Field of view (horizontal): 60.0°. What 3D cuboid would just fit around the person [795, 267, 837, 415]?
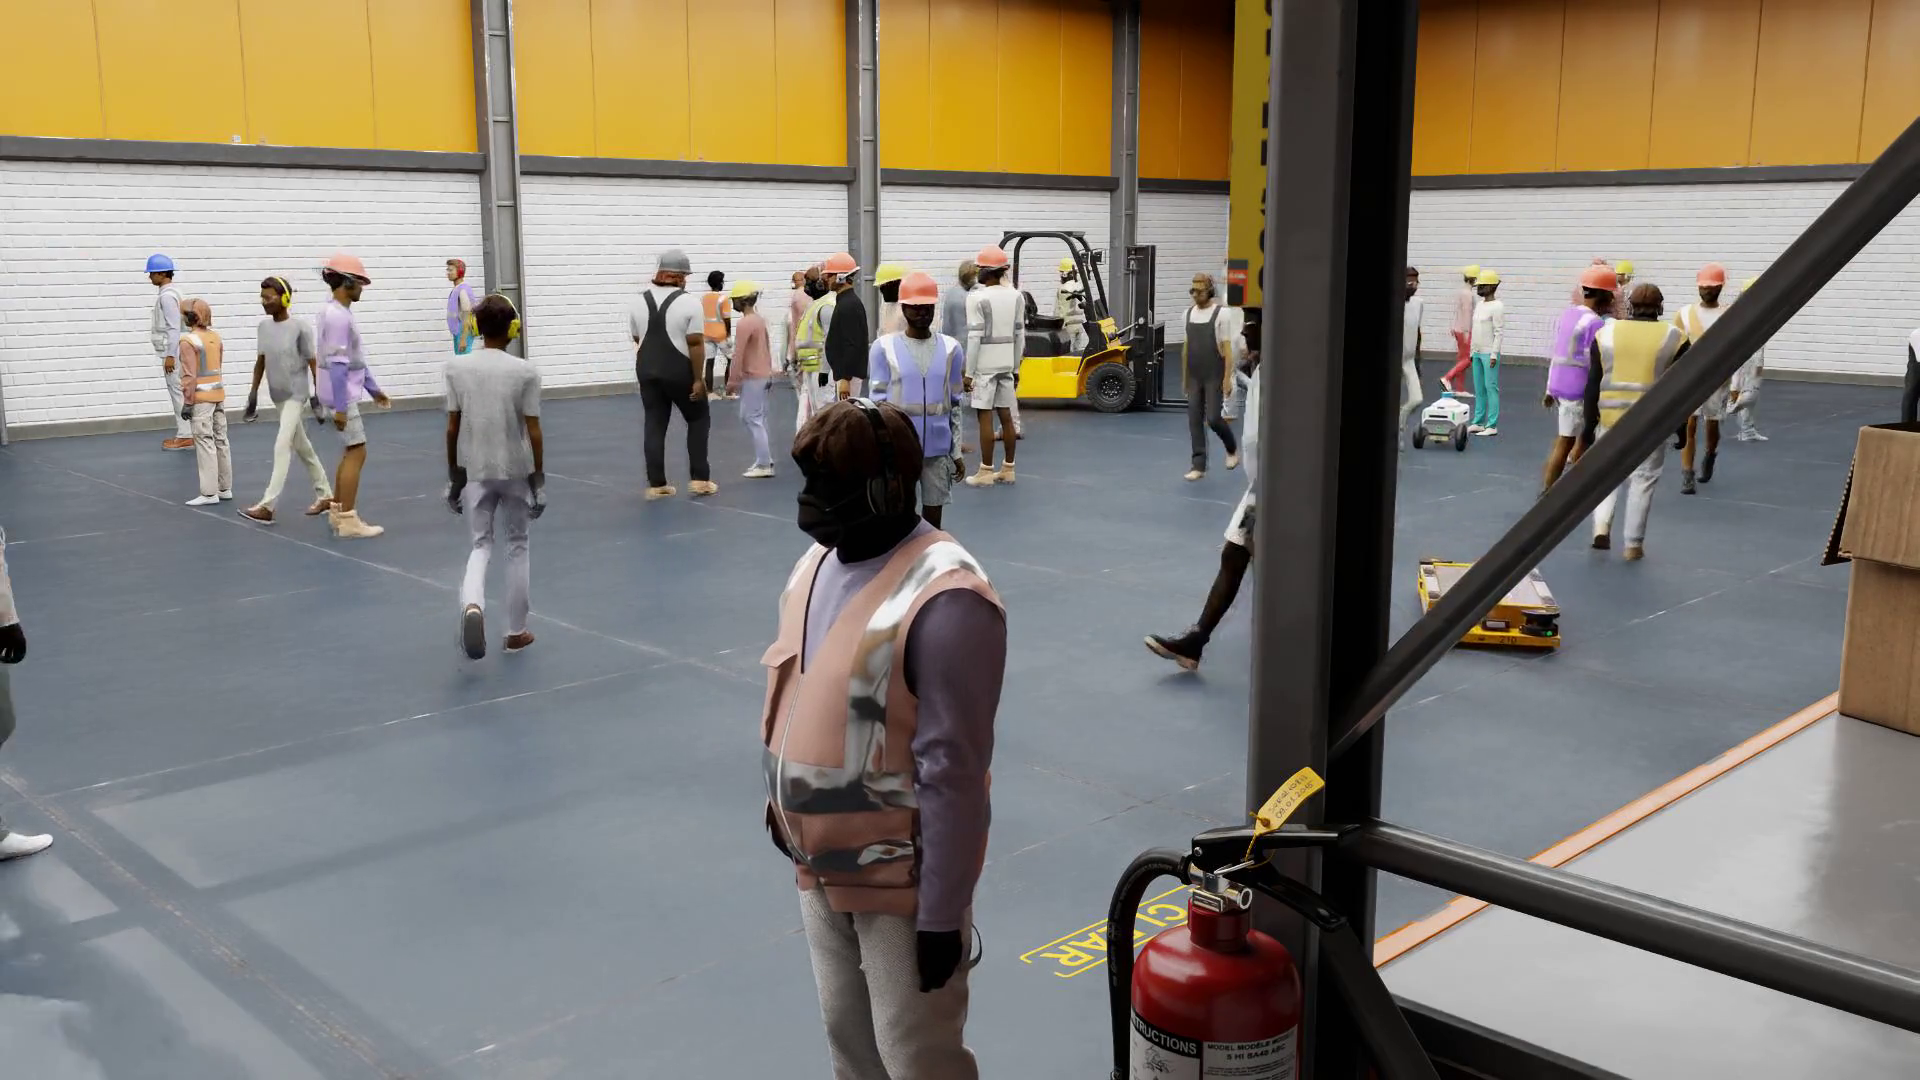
[{"bbox_3d":[-1.312,-1.599,15.407,0.429,1.844,0.627,-3,11,-18],"label":"person"}]

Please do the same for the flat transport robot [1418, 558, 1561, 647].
[{"bbox_3d":[2.897,0.327,9.193,0.652,0.197,1.431,2,11,13],"label":"flat transport robot"}]

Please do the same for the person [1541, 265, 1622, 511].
[{"bbox_3d":[4.735,-1.118,12.620,0.666,1.904,0.583,0,10,0],"label":"person"}]

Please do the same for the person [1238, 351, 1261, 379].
[{"bbox_3d":[4.379,-3.304,24.494,0.700,1.921,0.552,-6,12,-31],"label":"person"}]

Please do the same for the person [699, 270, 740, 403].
[{"bbox_3d":[-3.053,-2.598,21.267,0.553,1.677,0.565,7,12,32],"label":"person"}]

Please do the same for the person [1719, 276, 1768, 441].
[{"bbox_3d":[8.099,-1.865,17.188,0.612,1.723,0.486,0,10,-2],"label":"person"}]

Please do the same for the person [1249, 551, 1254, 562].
[{"bbox_3d":[2.323,-0.836,10.939,0.922,1.963,0.615,-7,13,-34],"label":"person"}]

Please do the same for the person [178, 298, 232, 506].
[{"bbox_3d":[-5.996,-1.094,13.196,0.307,1.643,0.514,1,10,4],"label":"person"}]

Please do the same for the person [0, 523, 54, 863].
[{"bbox_3d":[-3.349,0.205,5.377,0.598,1.910,0.639,6,12,31],"label":"person"}]

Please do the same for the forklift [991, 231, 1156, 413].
[{"bbox_3d":[1.222,-2.721,20.561,2.313,2.155,1.214,2,11,13],"label":"forklift"}]

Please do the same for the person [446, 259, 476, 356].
[{"bbox_3d":[-5.982,-2.446,20.014,0.388,1.845,0.565,-5,11,-25],"label":"person"}]

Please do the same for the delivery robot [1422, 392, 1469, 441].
[{"bbox_3d":[4.892,-1.246,16.737,0.477,0.478,0.707,5,12,28],"label":"delivery robot"}]

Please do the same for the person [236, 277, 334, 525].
[{"bbox_3d":[-5.066,-1.037,12.396,0.505,1.818,0.983,6,12,29],"label":"person"}]

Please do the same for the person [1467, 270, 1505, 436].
[{"bbox_3d":[5.602,-1.994,17.768,0.316,1.769,0.525,-2,11,-13],"label":"person"}]

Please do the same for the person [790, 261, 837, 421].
[{"bbox_3d":[-1.345,-1.868,16.781,0.663,1.874,0.674,3,11,17],"label":"person"}]

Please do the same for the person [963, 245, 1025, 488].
[{"bbox_3d":[0.268,-1.468,14.126,0.614,2.047,0.357,-9,14,-40],"label":"person"}]

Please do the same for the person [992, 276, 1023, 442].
[{"bbox_3d":[0.400,-1.960,17.269,0.545,1.878,0.687,-2,11,-12],"label":"person"}]

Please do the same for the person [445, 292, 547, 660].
[{"bbox_3d":[-2.343,-0.309,8.337,0.533,1.855,0.673,0,10,1],"label":"person"}]

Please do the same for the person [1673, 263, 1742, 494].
[{"bbox_3d":[6.257,-1.366,13.963,0.550,1.913,0.866,5,12,27],"label":"person"}]

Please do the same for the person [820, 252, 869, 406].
[{"bbox_3d":[-0.950,-1.368,13.729,0.396,1.993,0.618,0,10,-2],"label":"person"}]

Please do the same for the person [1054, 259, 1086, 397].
[{"bbox_3d":[1.433,-2.763,21.833,0.403,1.820,0.615,7,13,34],"label":"person"}]

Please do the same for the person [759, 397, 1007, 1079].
[{"bbox_3d":[-0.168,0.638,3.251,0.430,1.836,0.619,-7,13,-34],"label":"person"}]

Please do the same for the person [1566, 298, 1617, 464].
[{"bbox_3d":[5.830,-1.489,15.381,0.559,1.619,0.537,-7,12,-33],"label":"person"}]

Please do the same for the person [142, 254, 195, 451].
[{"bbox_3d":[-7.866,-1.866,16.579,0.404,1.943,0.616,-4,11,-21],"label":"person"}]

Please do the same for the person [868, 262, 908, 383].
[{"bbox_3d":[-0.545,-1.524,14.848,0.606,1.892,0.611,-6,12,-28],"label":"person"}]

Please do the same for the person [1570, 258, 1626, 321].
[{"bbox_3d":[8.082,-2.639,21.108,0.659,1.852,0.999,9,14,40],"label":"person"}]

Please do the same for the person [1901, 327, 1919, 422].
[{"bbox_3d":[6.030,-0.659,10.071,0.600,1.917,0.376,7,12,32],"label":"person"}]

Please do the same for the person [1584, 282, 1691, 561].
[{"bbox_3d":[4.437,-0.765,10.910,0.649,1.828,0.433,7,12,34],"label":"person"}]

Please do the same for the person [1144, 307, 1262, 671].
[{"bbox_3d":[1.431,-0.263,7.952,1.033,1.900,0.613,-2,11,-12],"label":"person"}]

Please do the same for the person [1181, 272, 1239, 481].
[{"bbox_3d":[2.192,-1.433,14.572,0.509,1.827,0.609,9,14,41],"label":"person"}]

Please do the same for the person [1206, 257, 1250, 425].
[{"bbox_3d":[3.158,-2.236,18.663,0.669,1.924,0.632,1,10,4],"label":"person"}]

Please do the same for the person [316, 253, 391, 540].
[{"bbox_3d":[-4.316,-1.023,11.819,0.481,2.003,0.619,-4,11,-23],"label":"person"}]

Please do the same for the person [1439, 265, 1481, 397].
[{"bbox_3d":[6.630,-2.734,21.854,0.433,1.751,0.551,1,10,7],"label":"person"}]

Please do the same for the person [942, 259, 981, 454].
[{"bbox_3d":[-0.037,-1.742,16.015,0.515,1.906,0.714,-1,10,-3],"label":"person"}]

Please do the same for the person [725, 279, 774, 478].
[{"bbox_3d":[-1.833,-1.415,14.665,0.428,1.747,0.558,2,11,11],"label":"person"}]

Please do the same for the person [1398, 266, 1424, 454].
[{"bbox_3d":[4.228,-1.701,15.985,0.546,1.834,0.492,-4,11,-23],"label":"person"}]

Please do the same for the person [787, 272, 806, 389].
[{"bbox_3d":[-2.198,-2.878,22.947,0.278,1.634,0.498,-6,12,-31],"label":"person"}]

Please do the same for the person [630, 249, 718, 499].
[{"bbox_3d":[-2.318,-1.360,13.562,0.703,2.000,0.682,4,11,20],"label":"person"}]

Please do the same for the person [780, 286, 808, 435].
[{"bbox_3d":[-1.630,-1.887,17.667,0.515,1.591,0.876,3,11,17],"label":"person"}]

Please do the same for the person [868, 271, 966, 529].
[{"bbox_3d":[-0.228,-0.507,9.184,0.543,1.939,0.361,-3,11,-17],"label":"person"}]

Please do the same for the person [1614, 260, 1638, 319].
[{"bbox_3d":[9.284,-2.986,23.121,0.850,1.797,0.595,-1,10,-6],"label":"person"}]
